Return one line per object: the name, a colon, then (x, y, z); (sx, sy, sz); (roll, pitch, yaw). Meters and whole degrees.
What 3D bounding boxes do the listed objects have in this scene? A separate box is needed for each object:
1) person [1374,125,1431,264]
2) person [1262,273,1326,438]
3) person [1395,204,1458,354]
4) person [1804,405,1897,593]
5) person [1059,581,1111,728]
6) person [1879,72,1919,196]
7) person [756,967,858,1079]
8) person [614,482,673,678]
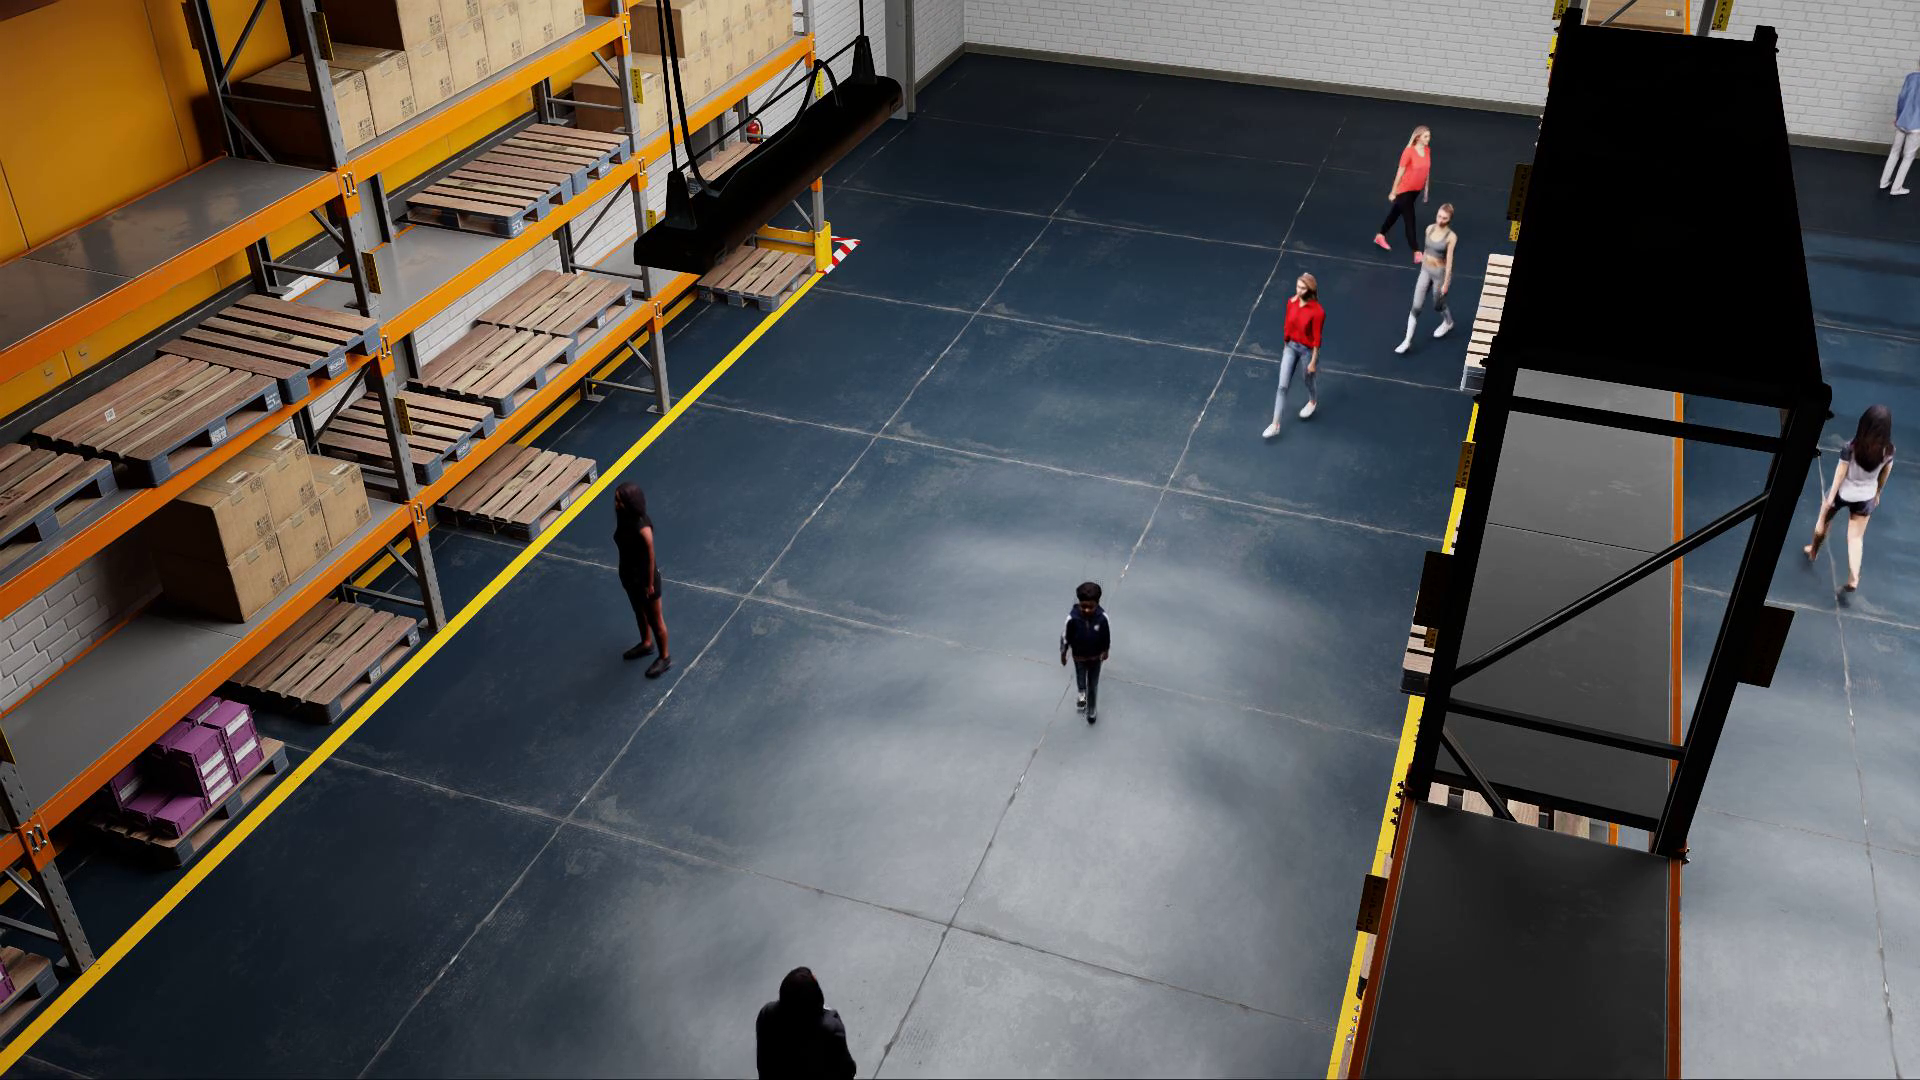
person: (5.354, -4.214, 20.146); (1.172, 1.633, 1.091); (-22, 39, -29)
person: (3.456, -1.873, 16.601); (0.915, 1.657, 1.195); (28, 43, 35)
person: (5.219, -2.866, 18.085); (1.198, 1.669, 0.961); (-24, 41, -32)
person: (7.692, -0.340, 14.279); (0.782, 1.674, 1.143); (4, 34, 6)
person: (0.996, 0.813, 12.967); (0.617, 1.207, 0.717); (4, 34, 6)
person: (12.486, -5.471, 21.807); (0.820, 1.886, 0.742); (-11, 35, -16)
person: (-0.877, 3.042, 9.292); (0.668, 1.563, 0.948); (11, 35, 15)
person: (-2.550, 0.295, 13.264); (0.666, 1.741, 0.670); (-26, 41, -33)
